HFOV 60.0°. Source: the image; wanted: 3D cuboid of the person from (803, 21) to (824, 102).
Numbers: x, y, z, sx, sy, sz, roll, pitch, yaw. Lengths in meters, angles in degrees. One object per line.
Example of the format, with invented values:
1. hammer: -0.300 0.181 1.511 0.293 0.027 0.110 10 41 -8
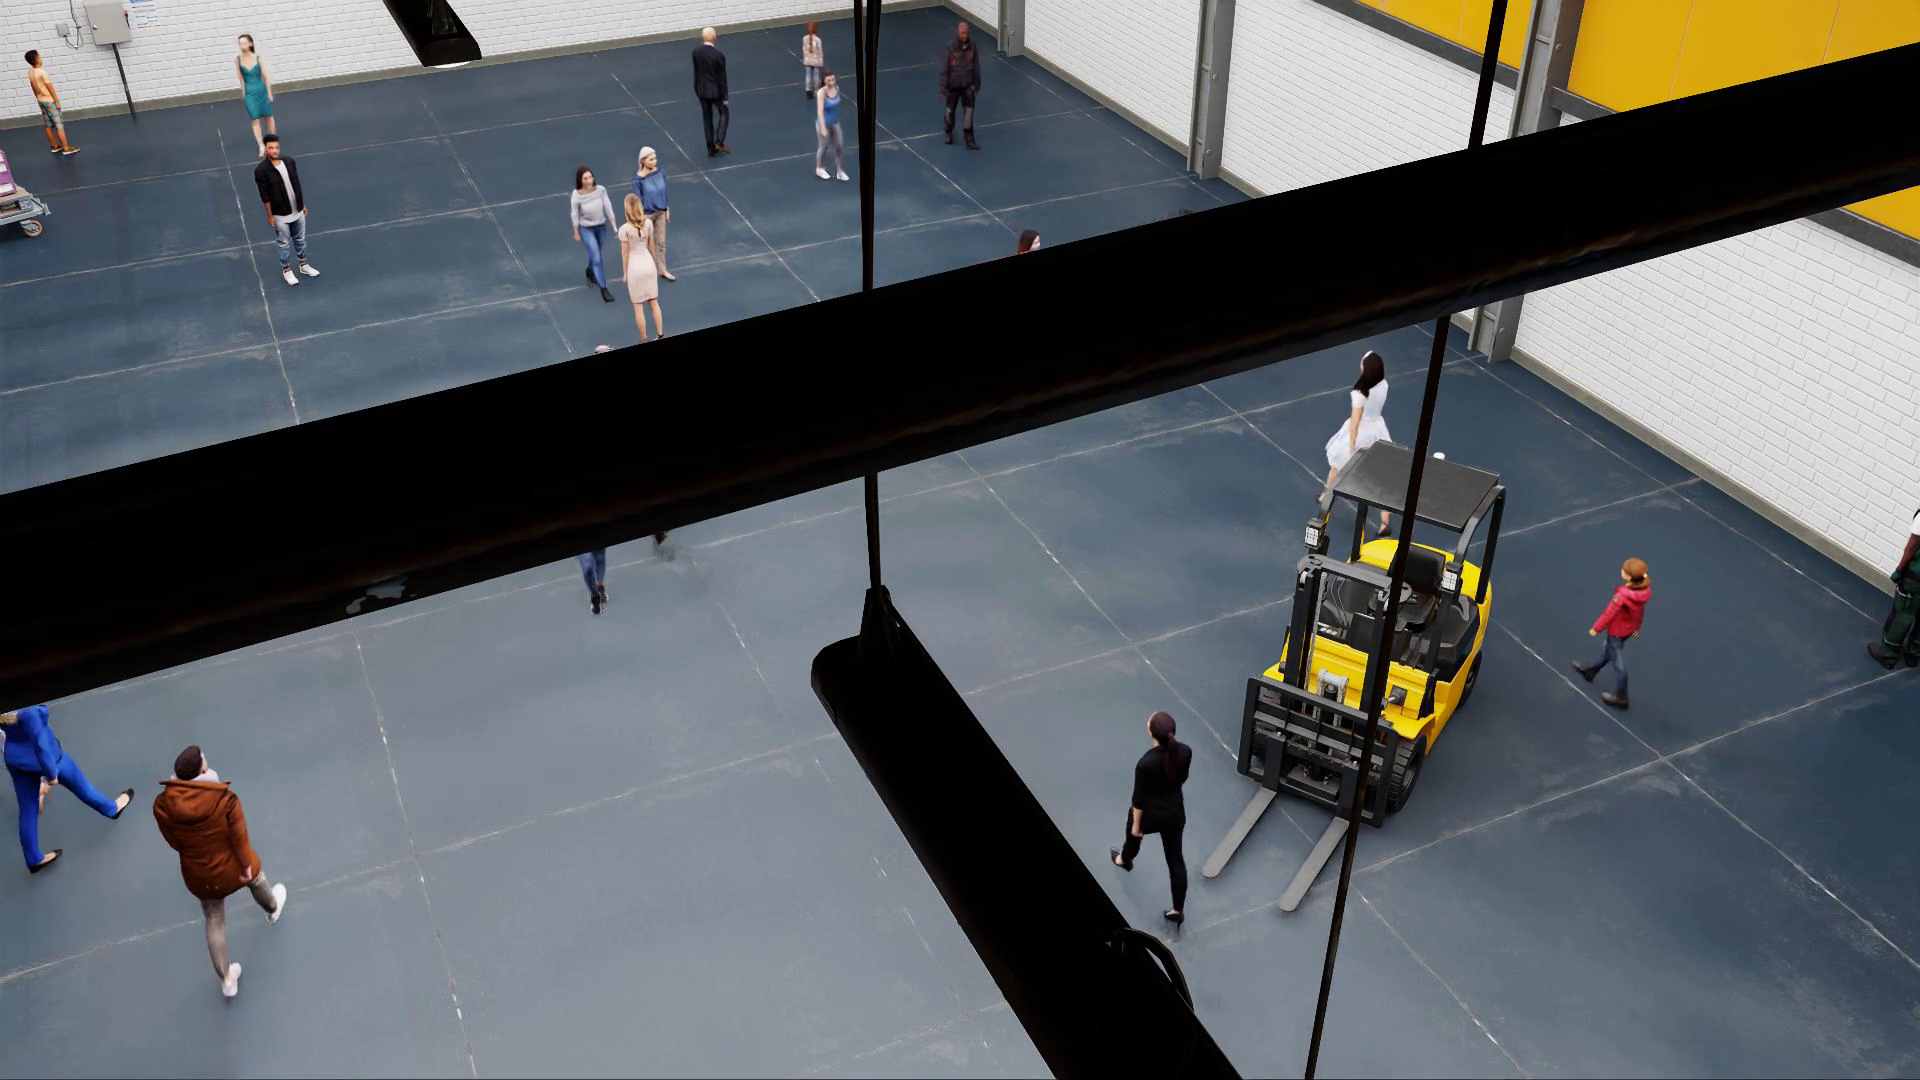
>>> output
1. person: -2.247 -7.317 25.370 0.546 1.194 0.606 11 35 16

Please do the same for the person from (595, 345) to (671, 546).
1. person: -2.963 -0.812 14.976 1.347 1.867 1.043 28 43 35

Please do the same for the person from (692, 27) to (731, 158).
1. person: -3.502 -6.204 23.159 0.809 1.788 0.848 8 34 12

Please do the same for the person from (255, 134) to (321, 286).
1. person: -8.032 -3.968 19.776 0.778 1.809 0.787 22 39 29

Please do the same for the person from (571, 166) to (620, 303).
1. person: -4.326 -3.624 19.461 0.799 1.585 1.139 -25 41 -32

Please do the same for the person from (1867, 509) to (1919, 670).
1. person: 7.807 0.248 13.408 0.773 1.838 0.762 -1 34 -1

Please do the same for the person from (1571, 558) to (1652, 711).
1. person: 5.278 0.761 13.130 0.643 1.291 0.874 -25 41 -33

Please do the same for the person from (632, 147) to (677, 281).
1. person: -3.653 -3.841 19.689 0.689 1.694 0.677 -29 43 -36

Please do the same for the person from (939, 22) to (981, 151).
1. person: -0.032 -6.484 23.590 0.910 1.778 1.194 -8 34 -12

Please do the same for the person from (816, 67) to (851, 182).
1. person: -1.812 -5.628 22.484 0.903 1.577 0.734 24 40 31

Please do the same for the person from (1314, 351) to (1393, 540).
1. person: 3.739 -0.816 15.076 0.672 1.763 1.184 -16 37 -23

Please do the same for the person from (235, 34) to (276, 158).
1. person: -9.861 -6.282 23.392 0.702 1.660 0.901 -7 34 -10

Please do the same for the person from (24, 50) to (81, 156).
1. person: -12.839 -6.167 23.398 0.598 1.462 0.663 13 36 18

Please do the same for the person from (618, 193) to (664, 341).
1. person: -3.486 -2.915 18.174 0.610 1.829 0.571 -23 40 -31

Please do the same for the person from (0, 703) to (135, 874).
1. person: -6.476 1.611 11.513 1.078 1.665 1.126 12 35 18

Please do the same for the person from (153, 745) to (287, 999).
1. person: -4.763 2.137 10.613 0.912 1.785 1.214 -5 34 -7

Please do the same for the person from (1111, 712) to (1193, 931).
1. person: 1.370 1.904 11.122 0.606 1.610 1.060 -14 36 -20
